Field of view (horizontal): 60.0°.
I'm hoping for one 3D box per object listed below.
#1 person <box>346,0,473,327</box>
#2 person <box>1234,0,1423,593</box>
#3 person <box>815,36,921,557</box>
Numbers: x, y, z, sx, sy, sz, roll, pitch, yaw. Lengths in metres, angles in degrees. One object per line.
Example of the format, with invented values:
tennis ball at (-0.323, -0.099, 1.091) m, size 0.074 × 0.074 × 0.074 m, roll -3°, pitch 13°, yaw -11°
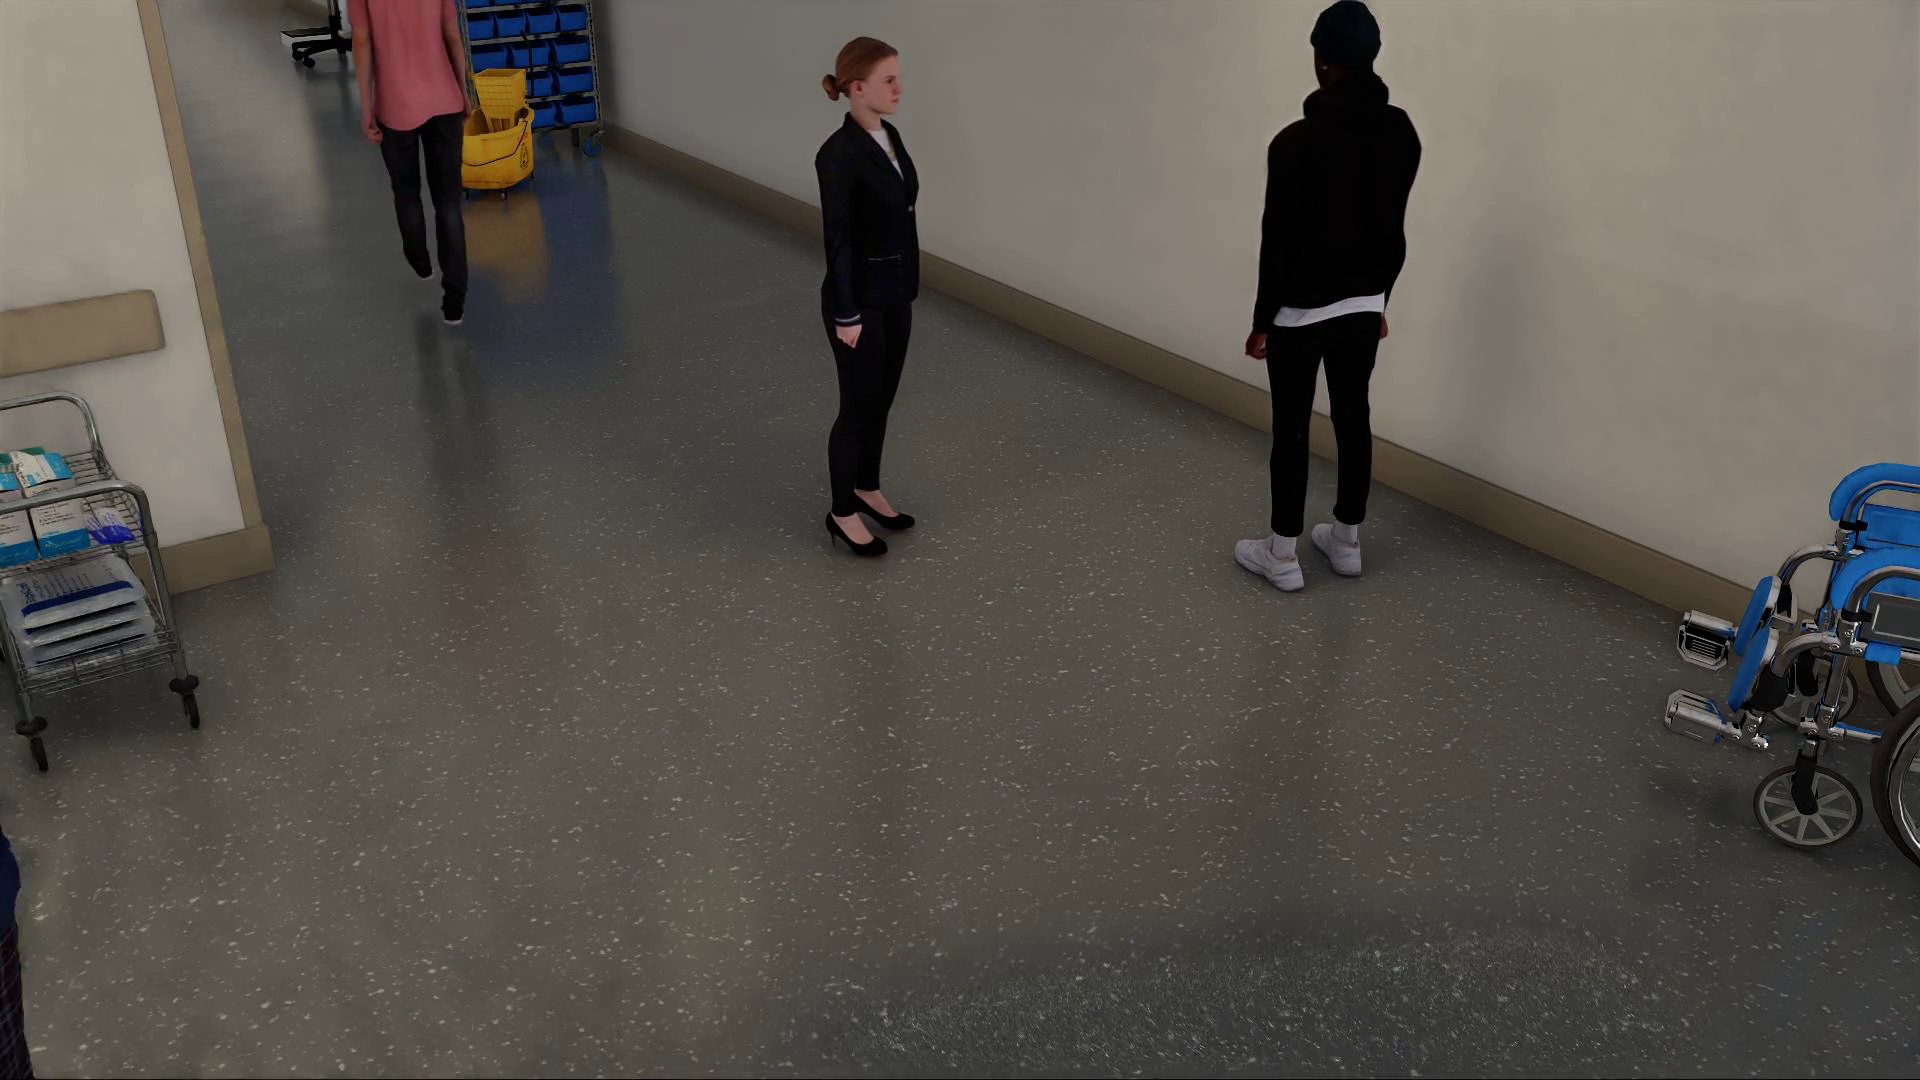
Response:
person at (-2.423, -1.899, 7.481) m, size 1.219 × 1.906 × 0.905 m, roll -10°, pitch 28°, yaw -20°
person at (1.140, -0.724, 5.146) m, size 0.608 × 1.816 × 0.785 m, roll -9°, pitch 27°, yaw -19°
person at (-0.308, -0.758, 5.370) m, size 0.766 × 1.683 × 0.669 m, roll 9°, pitch 27°, yaw 19°
